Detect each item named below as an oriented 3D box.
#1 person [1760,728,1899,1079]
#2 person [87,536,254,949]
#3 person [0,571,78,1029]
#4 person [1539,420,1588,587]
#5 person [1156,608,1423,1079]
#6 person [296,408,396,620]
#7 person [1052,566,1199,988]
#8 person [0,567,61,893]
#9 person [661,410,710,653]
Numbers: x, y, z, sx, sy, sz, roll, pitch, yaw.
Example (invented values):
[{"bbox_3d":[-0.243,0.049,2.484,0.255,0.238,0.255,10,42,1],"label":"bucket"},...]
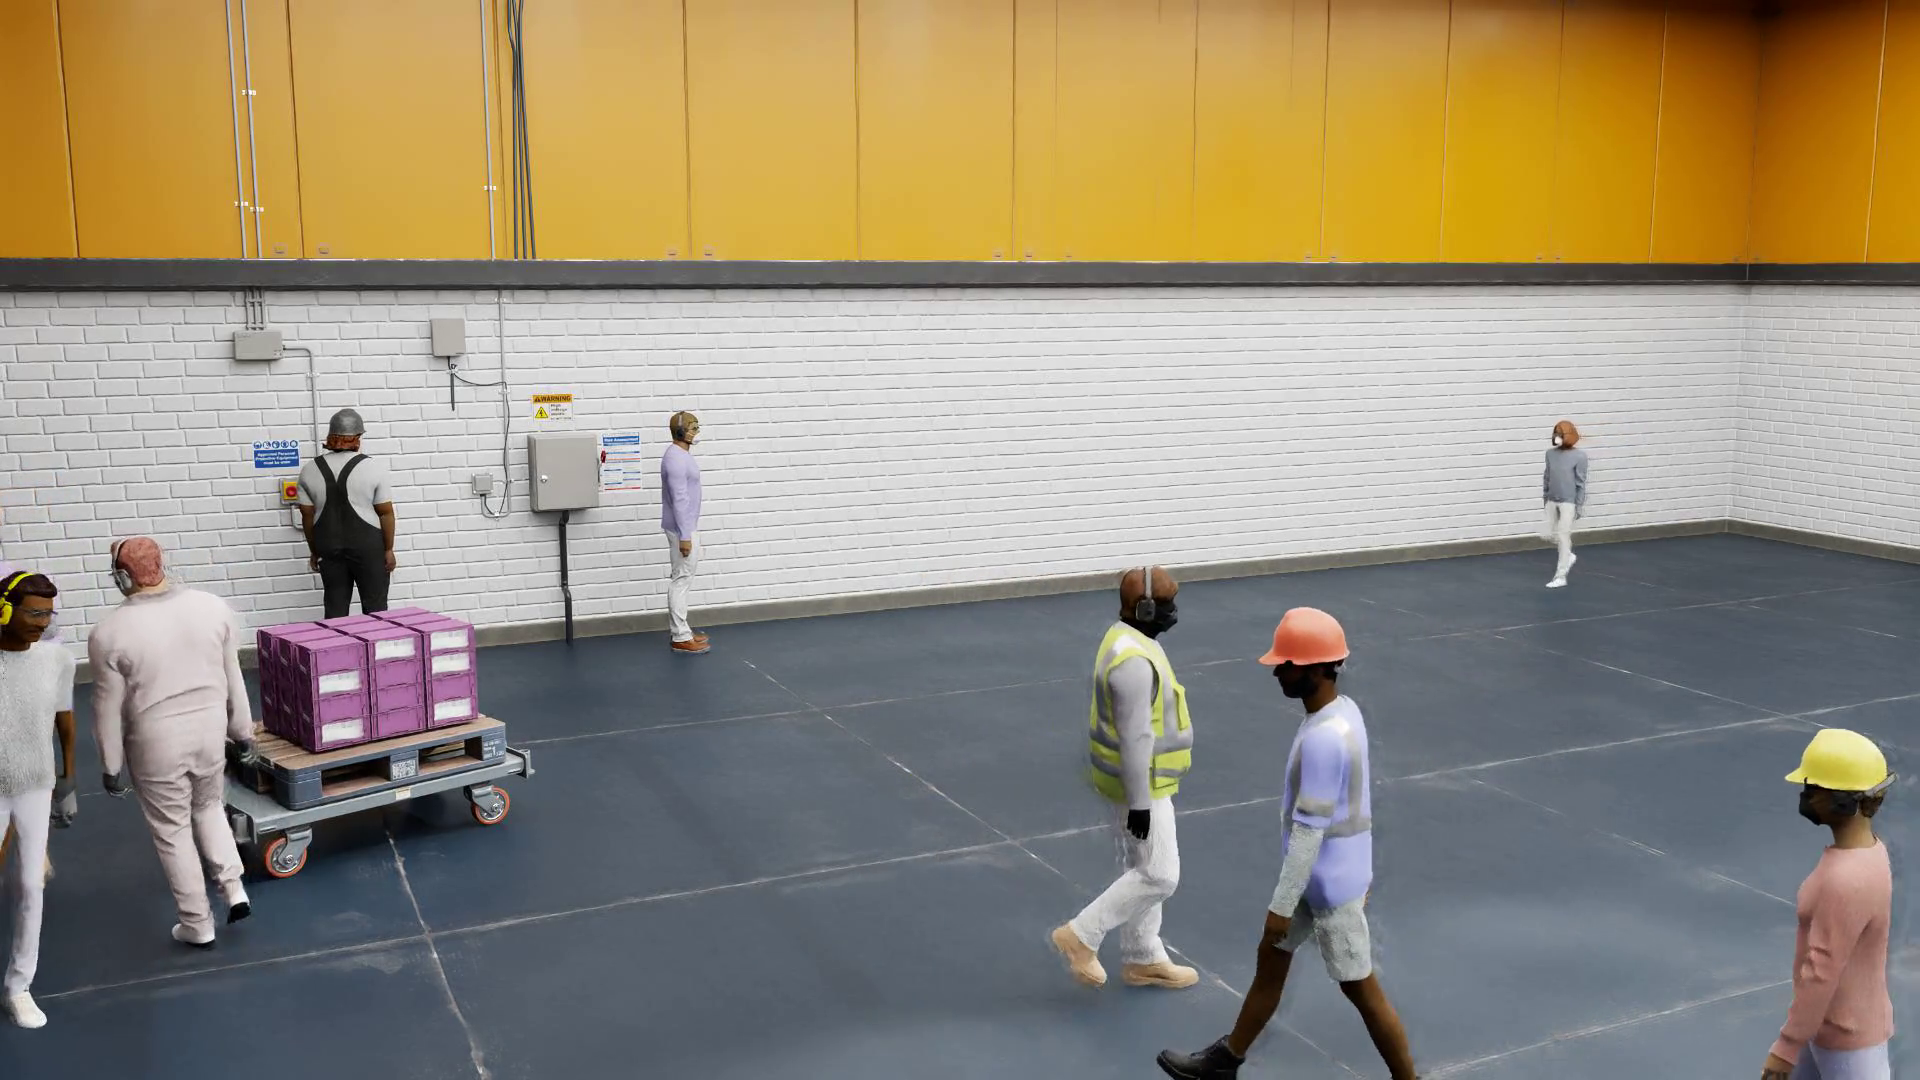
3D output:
[{"bbox_3d":[2.585,1.405,4.828,0.888,1.727,0.529,5,10,27],"label":"person"},{"bbox_3d":[-3.520,0.909,7.414,0.418,1.879,0.680,7,12,38],"label":"person"},{"bbox_3d":[-3.928,1.028,6.860,0.576,1.833,0.721,-8,12,-40],"label":"person"},{"bbox_3d":[5.855,-0.355,16.079,0.456,1.622,0.504,-5,11,-31],"label":"person"},{"bbox_3d":[1.229,1.167,5.857,1.006,1.875,0.551,2,9,14],"label":"person"},{"bbox_3d":[-4.493,0.037,12.336,0.676,2.000,0.536,0,9,3],"label":"person"},{"bbox_3d":[0.722,1.009,6.951,0.524,1.830,0.648,1,9,5],"label":"person"},{"bbox_3d":[-4.544,0.810,7.751,0.624,1.967,1.022,-1,9,-5],"label":"person"},{"bbox_3d":[-2.206,-0.069,13.310,0.359,1.938,0.635,-1,9,-9],"label":"person"}]
